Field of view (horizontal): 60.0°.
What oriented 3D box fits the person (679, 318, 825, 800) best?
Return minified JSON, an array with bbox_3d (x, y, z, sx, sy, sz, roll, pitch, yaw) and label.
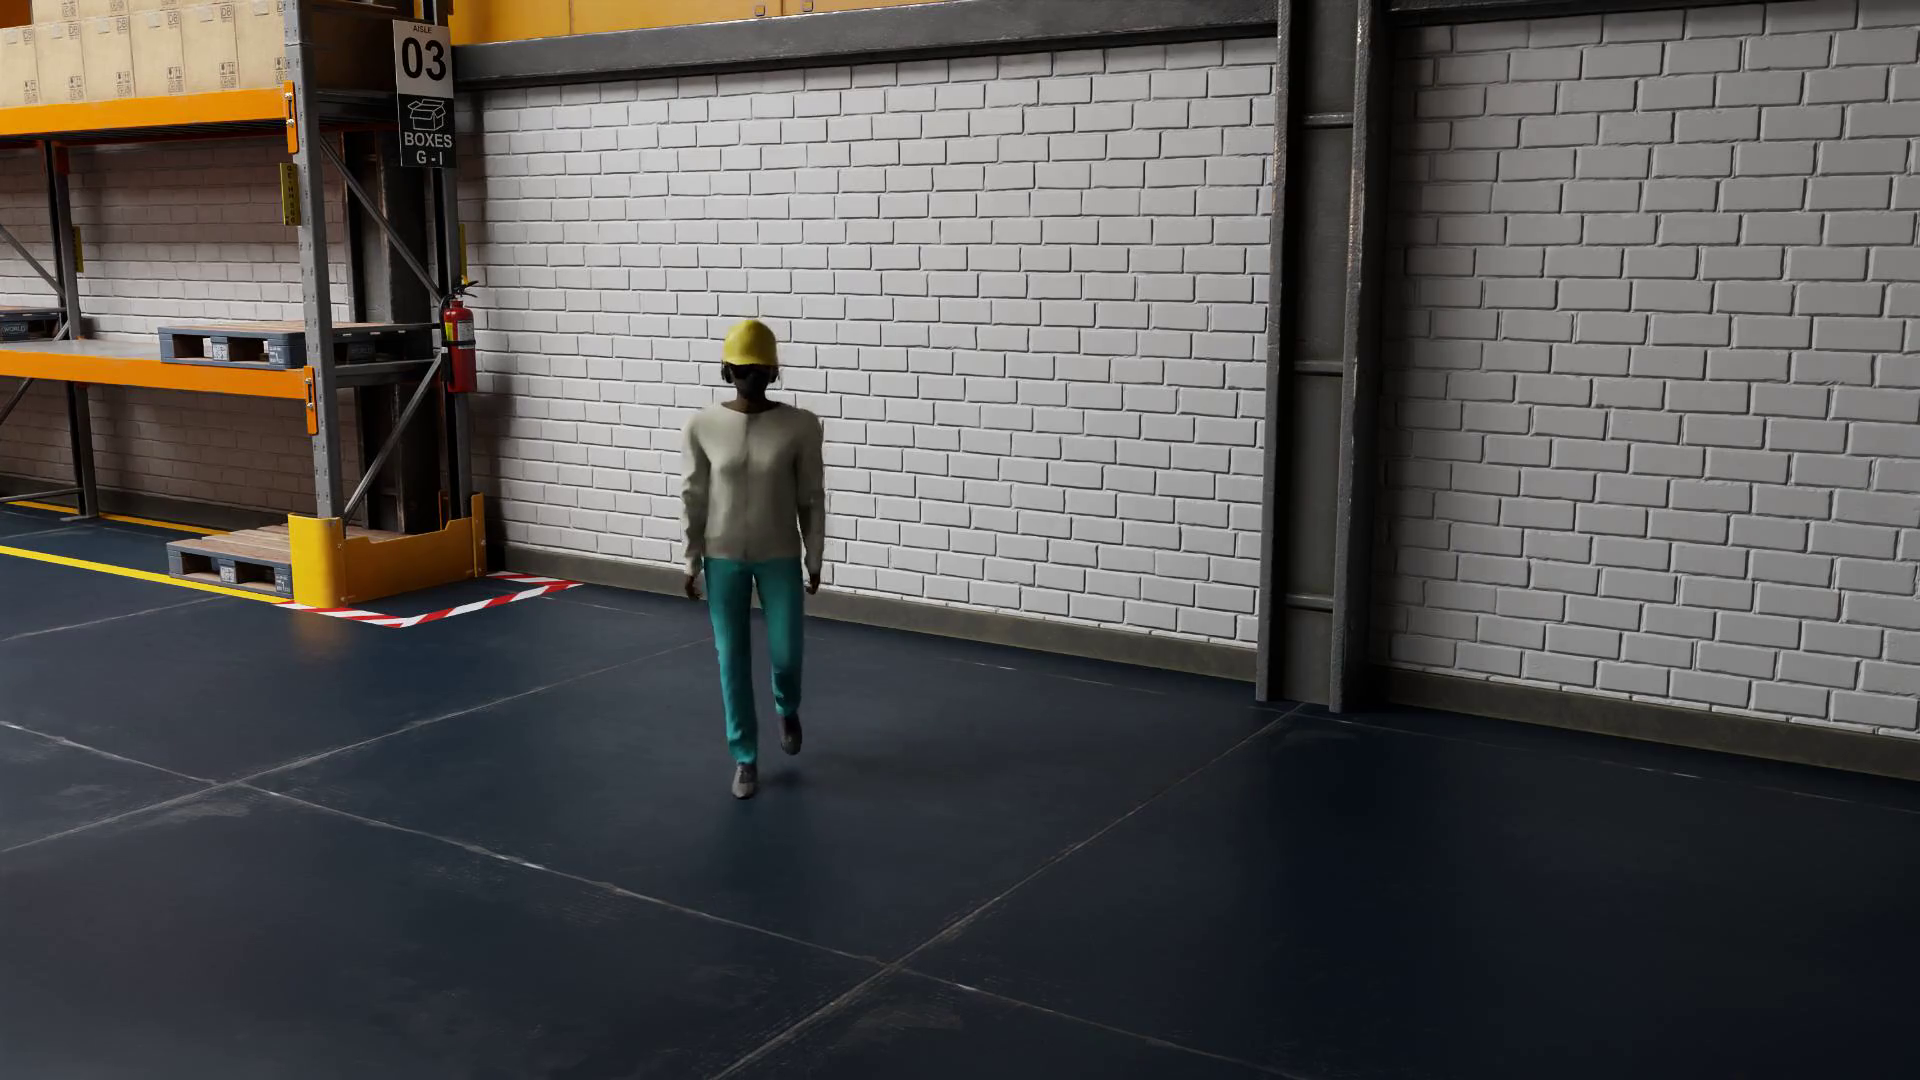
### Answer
[{"bbox_3d":[-0.760,0.056,6.134,0.527,1.752,0.478,-1,10,-4],"label":"person"}]
